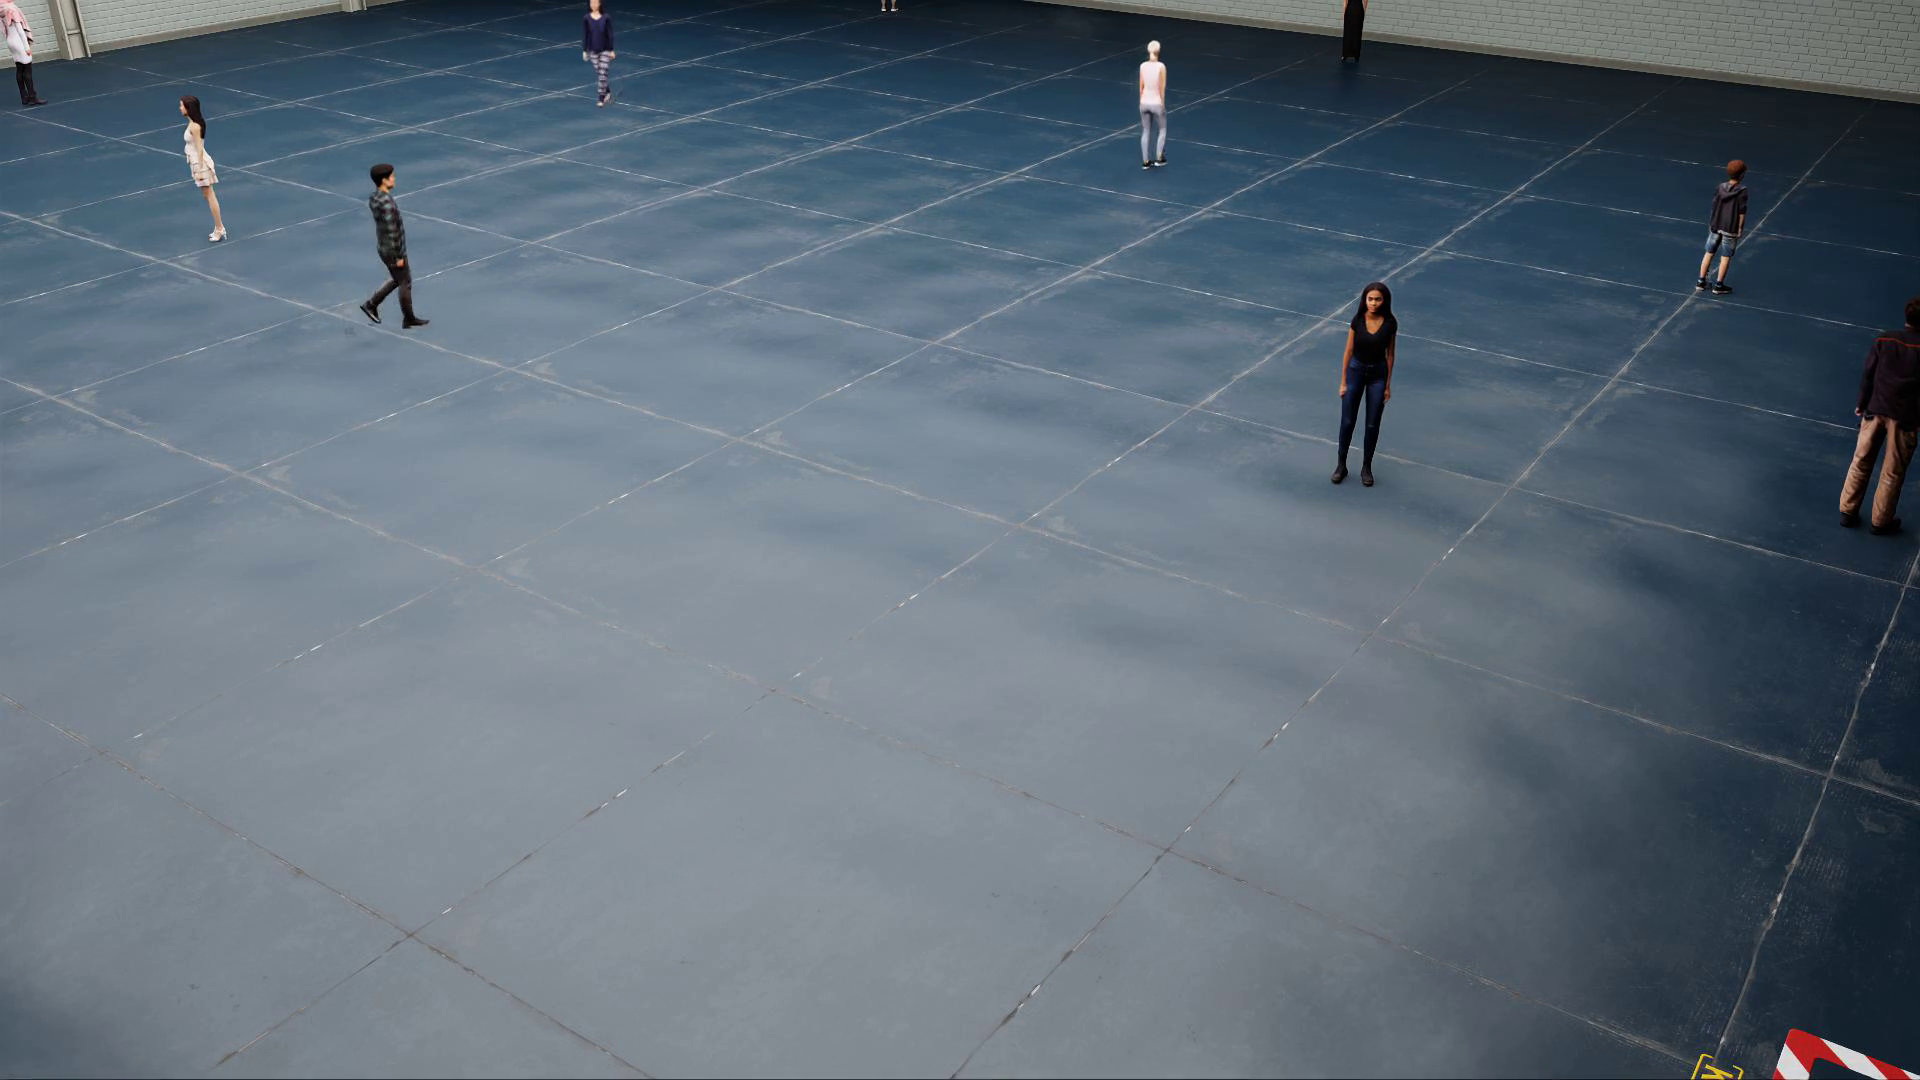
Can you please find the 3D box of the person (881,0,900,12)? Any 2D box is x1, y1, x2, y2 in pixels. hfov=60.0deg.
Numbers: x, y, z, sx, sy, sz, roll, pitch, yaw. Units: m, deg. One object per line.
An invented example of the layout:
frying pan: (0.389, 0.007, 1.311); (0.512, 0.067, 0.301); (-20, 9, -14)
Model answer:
person: (-1.478, -11.699, 34.051); (0.656, 1.651, 0.672); (3, 27, 5)

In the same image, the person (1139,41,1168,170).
person: (2.606, -5.939, 22.795); (0.597, 1.715, 0.666); (15, 31, 27)

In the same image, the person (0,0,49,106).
person: (-14.945, -7.840, 26.391); (0.646, 1.803, 0.601); (15, 31, 27)

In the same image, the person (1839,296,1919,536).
person: (7.242, -0.975, 12.927); (0.666, 1.924, 0.741); (-24, 35, -38)

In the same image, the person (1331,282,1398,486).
person: (3.361, -1.305, 13.769); (0.642, 1.739, 0.641); (6, 28, 11)

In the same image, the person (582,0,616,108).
person: (-5.691, -7.745, 26.336); (1.013, 1.685, 1.185); (1, 27, 1)

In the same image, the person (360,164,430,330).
person: (-5.787, -2.927, 16.721); (0.990, 1.700, 0.885); (-15, 31, -27)

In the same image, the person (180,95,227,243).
person: (-9.036, -4.440, 19.862); (0.685, 1.736, 0.660); (-10, 29, -19)

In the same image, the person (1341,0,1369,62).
person: (6.989, -9.322, 29.487); (0.655, 1.603, 0.665); (2, 27, 5)

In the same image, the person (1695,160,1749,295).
person: (8.390, -3.433, 18.222); (0.571, 1.446, 0.588); (-18, 32, -31)
